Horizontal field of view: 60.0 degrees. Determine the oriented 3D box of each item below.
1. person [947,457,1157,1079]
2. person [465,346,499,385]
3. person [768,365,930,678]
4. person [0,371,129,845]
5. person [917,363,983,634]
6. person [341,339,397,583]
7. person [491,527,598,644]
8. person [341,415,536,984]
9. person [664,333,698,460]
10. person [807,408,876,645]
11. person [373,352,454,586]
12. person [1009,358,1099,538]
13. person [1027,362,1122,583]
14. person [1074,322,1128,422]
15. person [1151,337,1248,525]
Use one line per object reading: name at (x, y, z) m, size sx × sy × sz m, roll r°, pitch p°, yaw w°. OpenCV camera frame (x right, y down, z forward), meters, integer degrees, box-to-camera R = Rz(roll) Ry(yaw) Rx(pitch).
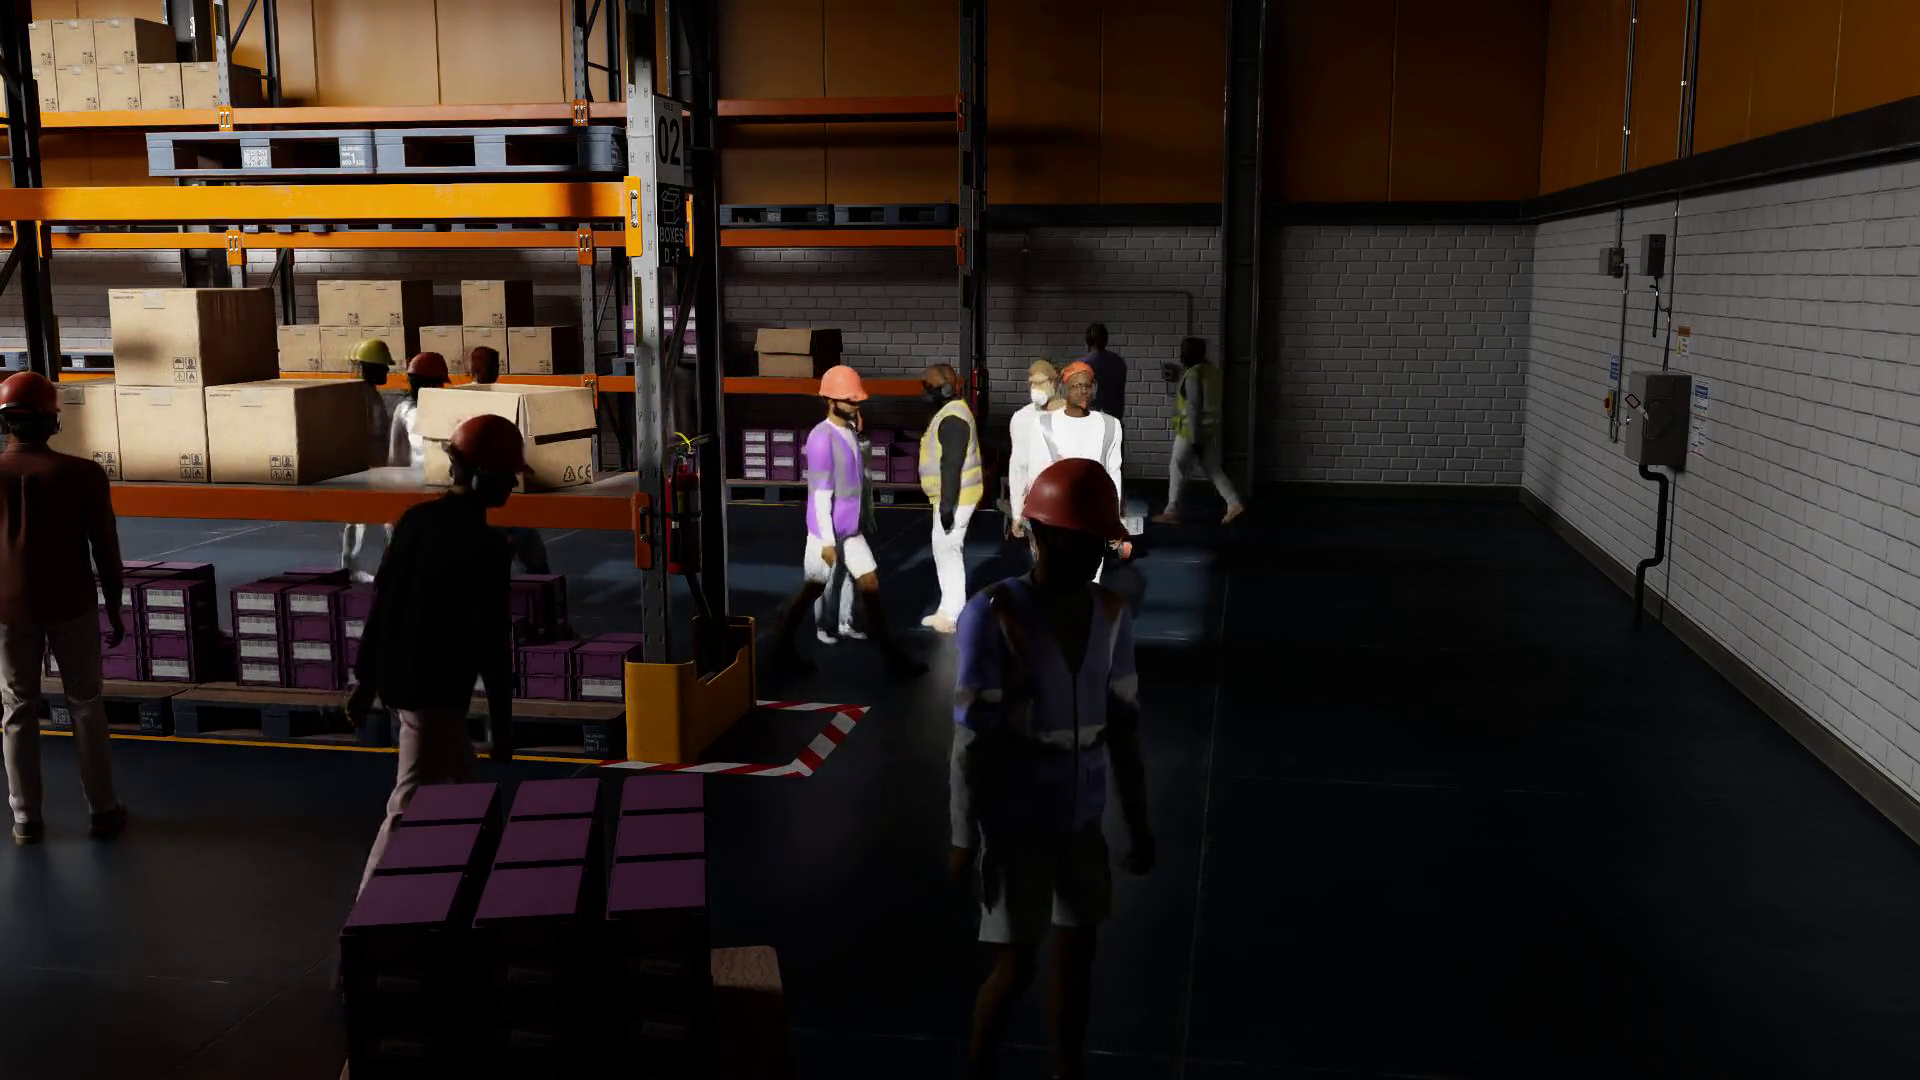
person at (0.251, 0.736, 4.457) m, size 0.605 × 1.925 × 0.408 m, roll -6°, pitch 11°, yaw -33°
person at (-3.573, -0.503, 12.337) m, size 0.462 × 1.867 × 0.613 m, roll -7°, pitch 12°, yaw -38°
person at (-0.714, -0.095, 9.803) m, size 1.005 × 1.877 × 0.554 m, roll 3°, pitch 10°, yaw 18°
person at (-3.881, 0.286, 7.051) m, size 0.619 × 1.992 × 0.396 m, roll -4°, pitch 10°, yaw -21°
person at (-0.065, -0.274, 11.103) m, size 0.436 × 1.824 × 0.688 m, roll -1°, pitch 9°, yaw -3°
person at (-4.434, -0.597, 12.849) m, size 0.850 × 1.890 × 0.599 m, roll -3°, pitch 10°, yaw -19°
person at (-2.698, -0.059, 10.254) m, size 0.868 × 1.643 × 0.549 m, roll 3°, pitch 10°, yaw 17°
person at (-1.774, 0.526, 5.817) m, size 1.018 × 1.910 × 0.642 m, roll -8°, pitch 12°, yaw -42°
person at (-2.617, -0.954, 15.164) m, size 0.553 × 1.858 × 0.436 m, roll -7°, pitch 11°, yaw -35°
person at (-0.773, -0.120, 10.771) m, size 0.507 × 1.612 × 0.355 m, roll -8°, pitch 12°, yaw -39°
person at (-3.484, -0.284, 10.925) m, size 0.967 × 1.874 × 0.584 m, roll -3°, pitch 10°, yaw -19°
person at (0.584, -0.172, 10.247) m, size 0.655 × 1.883 × 0.887 m, roll 6°, pitch 11°, yaw 34°
person at (0.683, -0.112, 9.866) m, size 0.576 × 1.884 × 0.354 m, roll -2°, pitch 9°, yaw -10°
person at (1.319, -1.107, 15.866) m, size 0.635 × 1.937 × 0.351 m, roll -7°, pitch 12°, yaw -37°
person at (2.298, -1.023, 15.748) m, size 0.877 × 1.812 × 0.651 m, roll 5°, pitch 11°, yaw 31°
